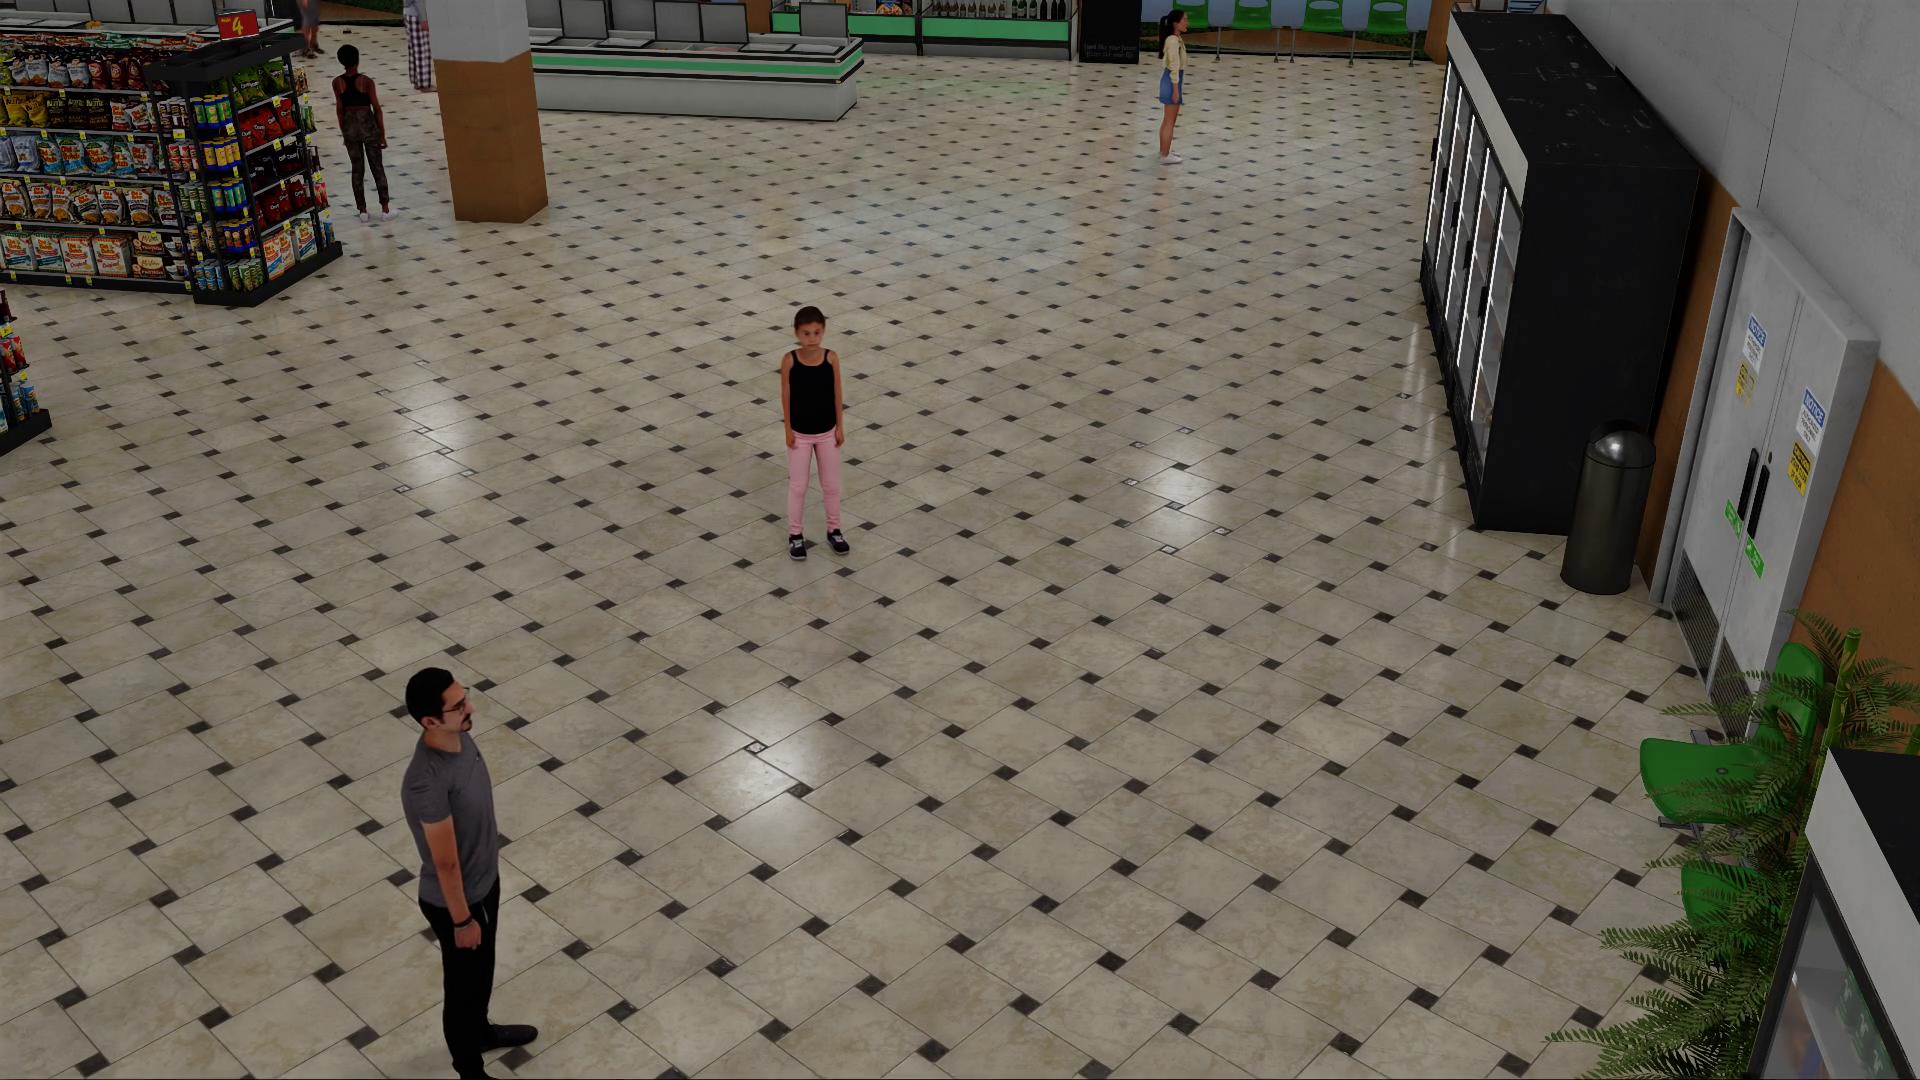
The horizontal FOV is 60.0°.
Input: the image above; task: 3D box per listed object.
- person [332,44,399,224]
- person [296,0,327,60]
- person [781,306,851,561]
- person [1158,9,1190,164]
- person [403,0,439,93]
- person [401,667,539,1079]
[{"bbox_3d":[-5.804,-3.942,16.131,0.549,1.700,0.693,-2,27,-5],"label":"person"},{"bbox_3d":[-9.251,-7.645,23.380,0.586,1.747,0.685,-2,27,-3],"label":"person"},{"bbox_3d":[-0.865,-0.635,9.761,0.541,1.562,0.642,-7,28,-13],"label":"person"},{"bbox_3d":[2.327,-4.984,18.262,0.598,1.631,0.677,0,27,1],"label":"person"},{"bbox_3d":[-7.072,-6.773,21.550,0.760,1.847,0.706,-17,31,-30],"label":"person"},{"bbox_3d":[-1.770,1.214,5.903,0.646,1.754,0.682,-5,27,-9],"label":"person"}]
